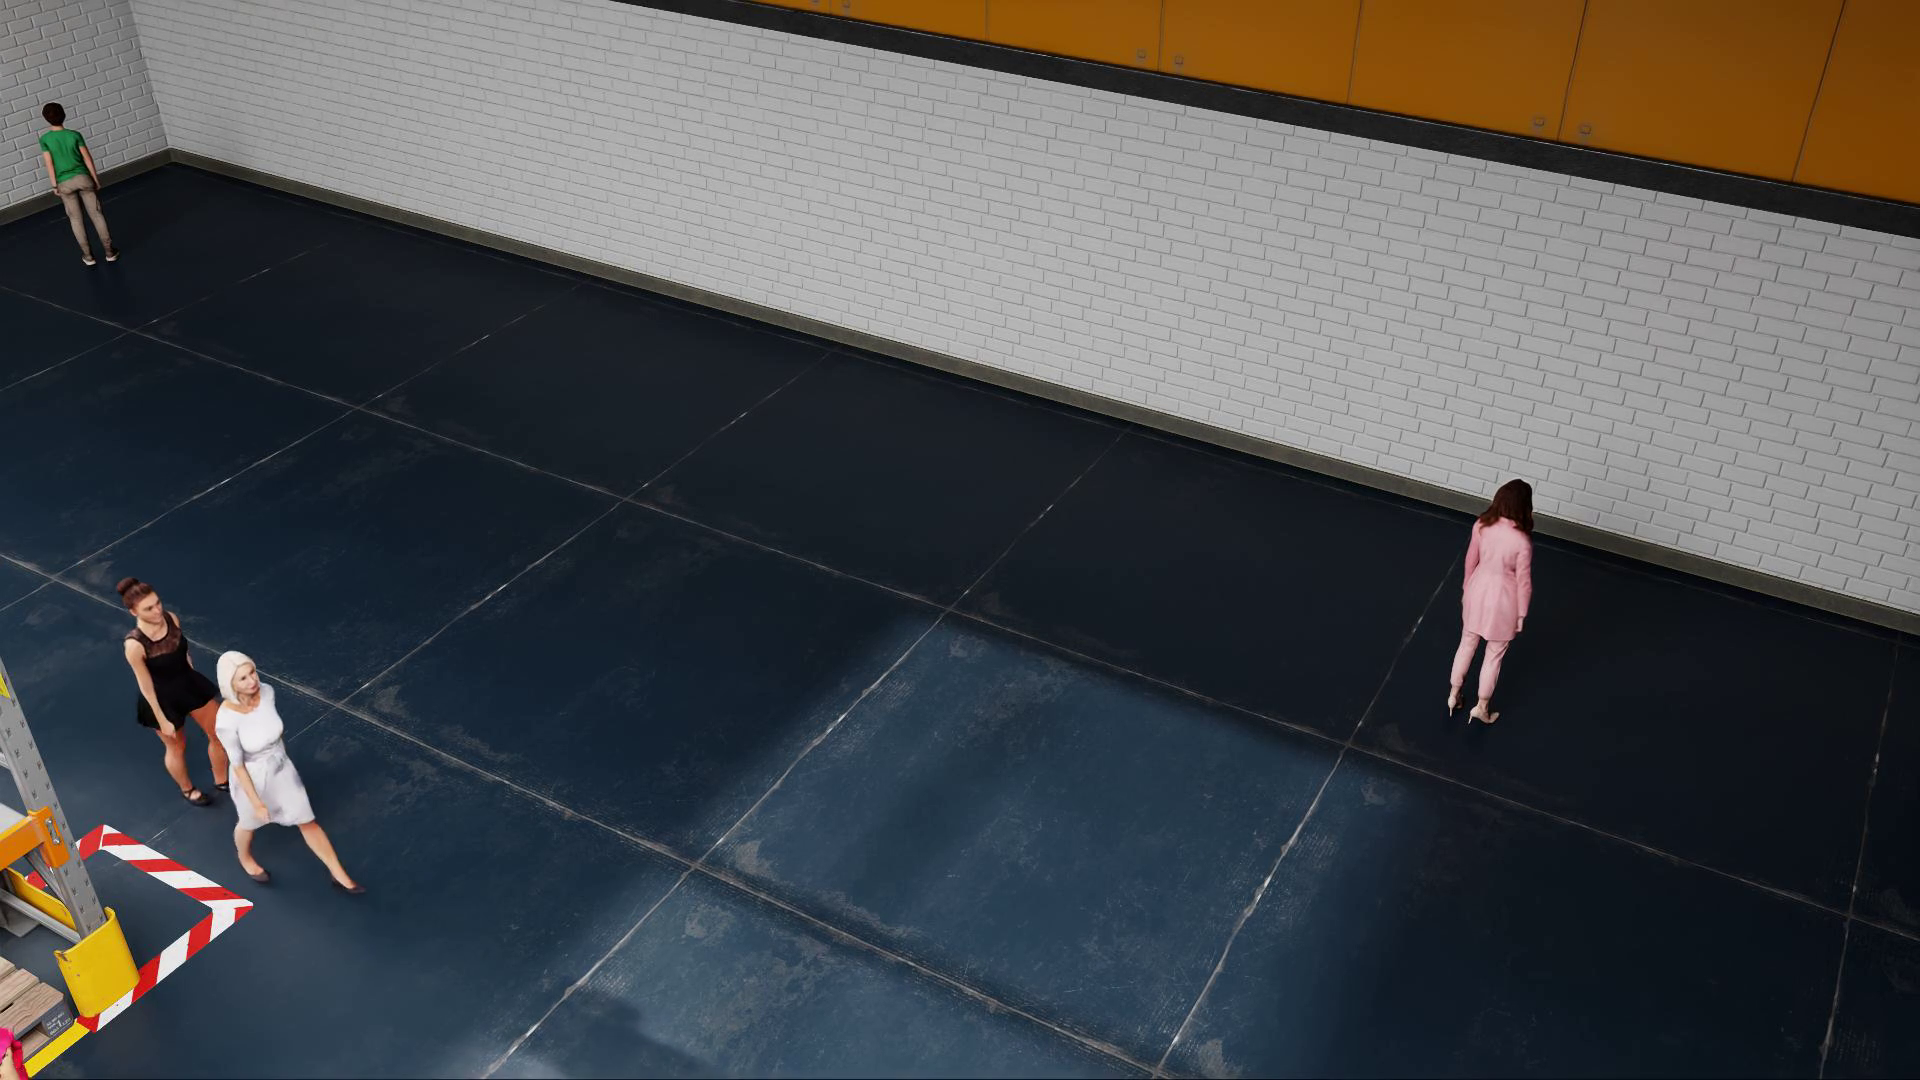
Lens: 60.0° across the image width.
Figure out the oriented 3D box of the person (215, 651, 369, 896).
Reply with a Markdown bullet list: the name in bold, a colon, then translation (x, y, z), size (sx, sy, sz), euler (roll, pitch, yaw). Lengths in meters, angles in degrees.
- **person**: translation (-3.965, 1.324, 9.288), size (0.715, 1.696, 1.045), euler (14, 36, 19)

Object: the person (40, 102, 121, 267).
- **person**: translation (-8.881, -3.581, 16.708), size (0.635, 1.651, 0.733), euler (-16, 37, -22)

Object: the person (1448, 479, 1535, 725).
- **person**: translation (3.373, 0.410, 10.567), size (0.618, 1.803, 0.666), euler (-27, 42, -35)

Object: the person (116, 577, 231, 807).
- **person**: translation (-4.760, 0.915, 9.934), size (0.700, 1.663, 0.680), euler (12, 36, 18)
